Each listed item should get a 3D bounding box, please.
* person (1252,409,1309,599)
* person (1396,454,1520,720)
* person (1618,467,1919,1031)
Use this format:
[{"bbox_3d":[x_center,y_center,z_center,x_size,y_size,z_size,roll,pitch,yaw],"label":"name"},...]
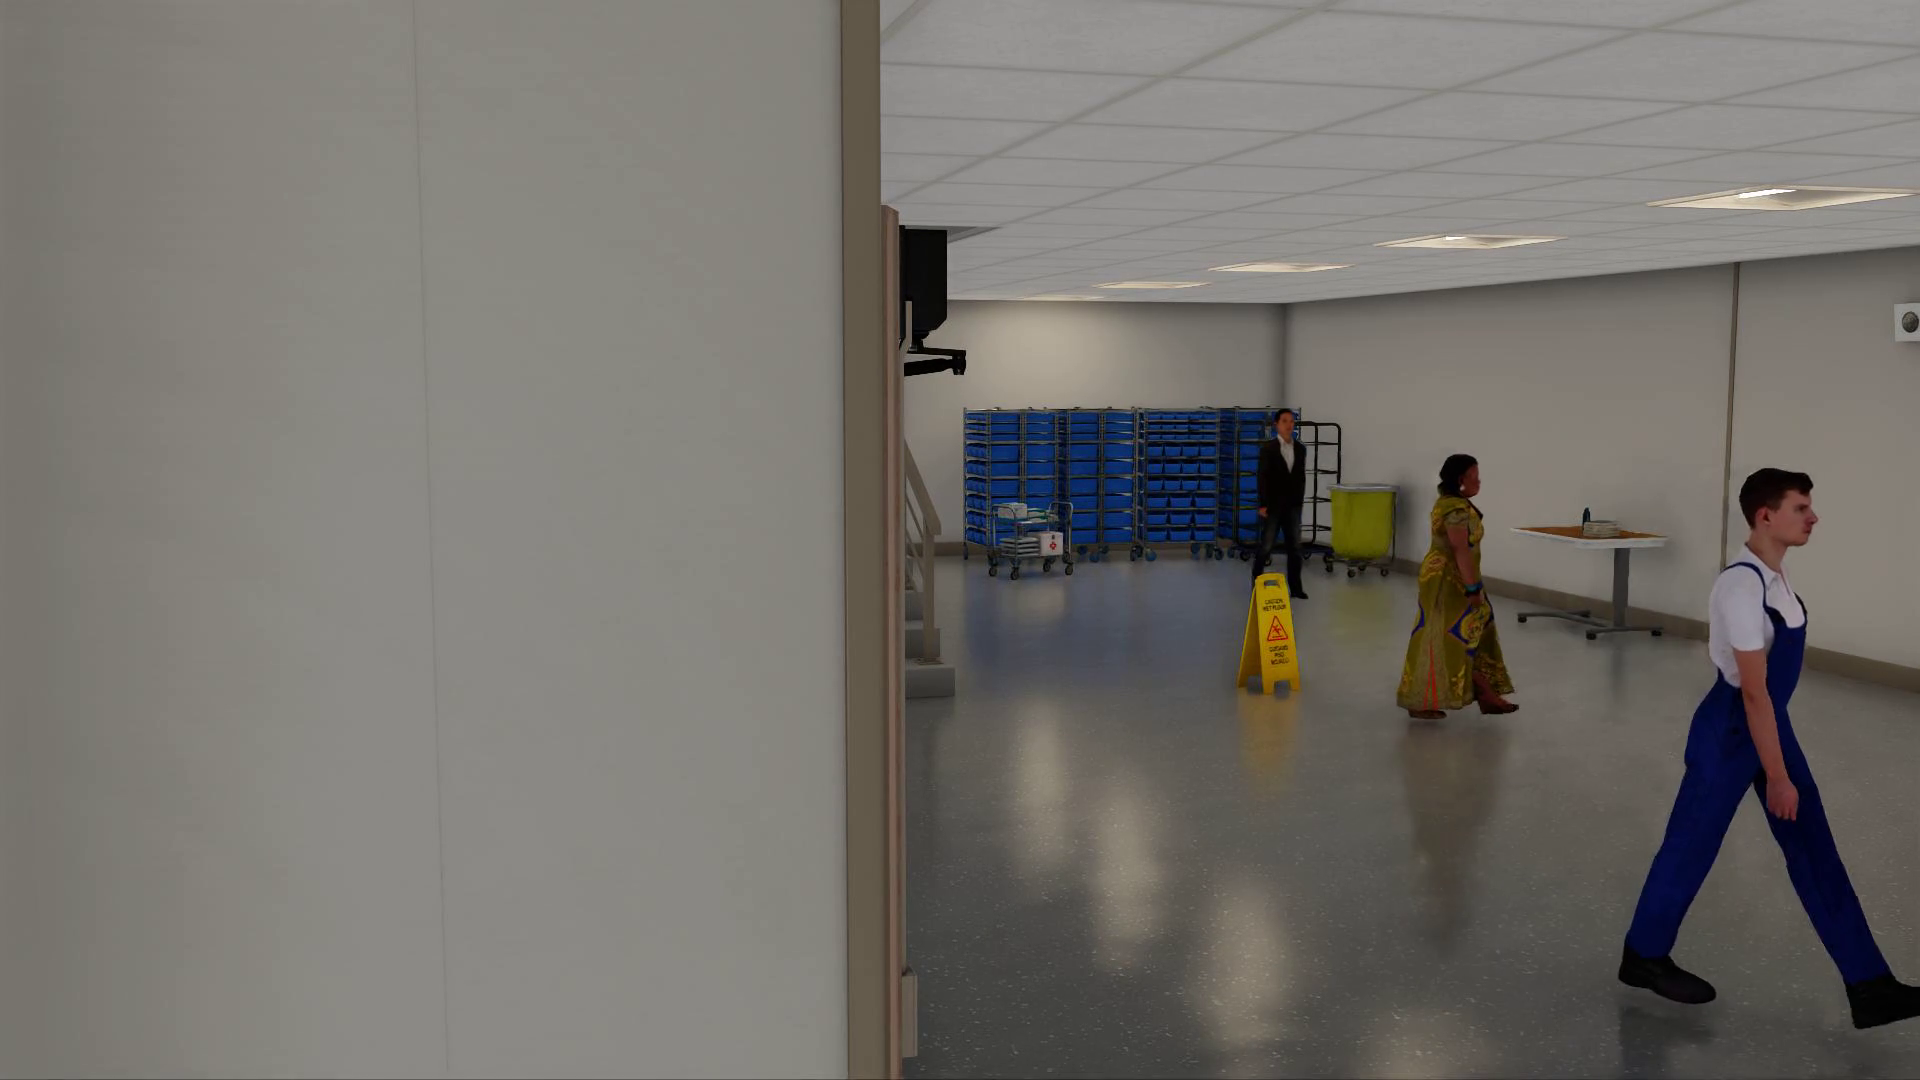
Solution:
[{"bbox_3d":[3.002,-0.327,15.814,0.698,1.763,1.165,-1,6,-13],"label":"person"},{"bbox_3d":[2.926,0.300,10.226,1.095,1.634,1.075,2,6,16],"label":"person"},{"bbox_3d":[2.483,0.697,5.479,1.314,1.793,1.105,5,8,41],"label":"person"}]
